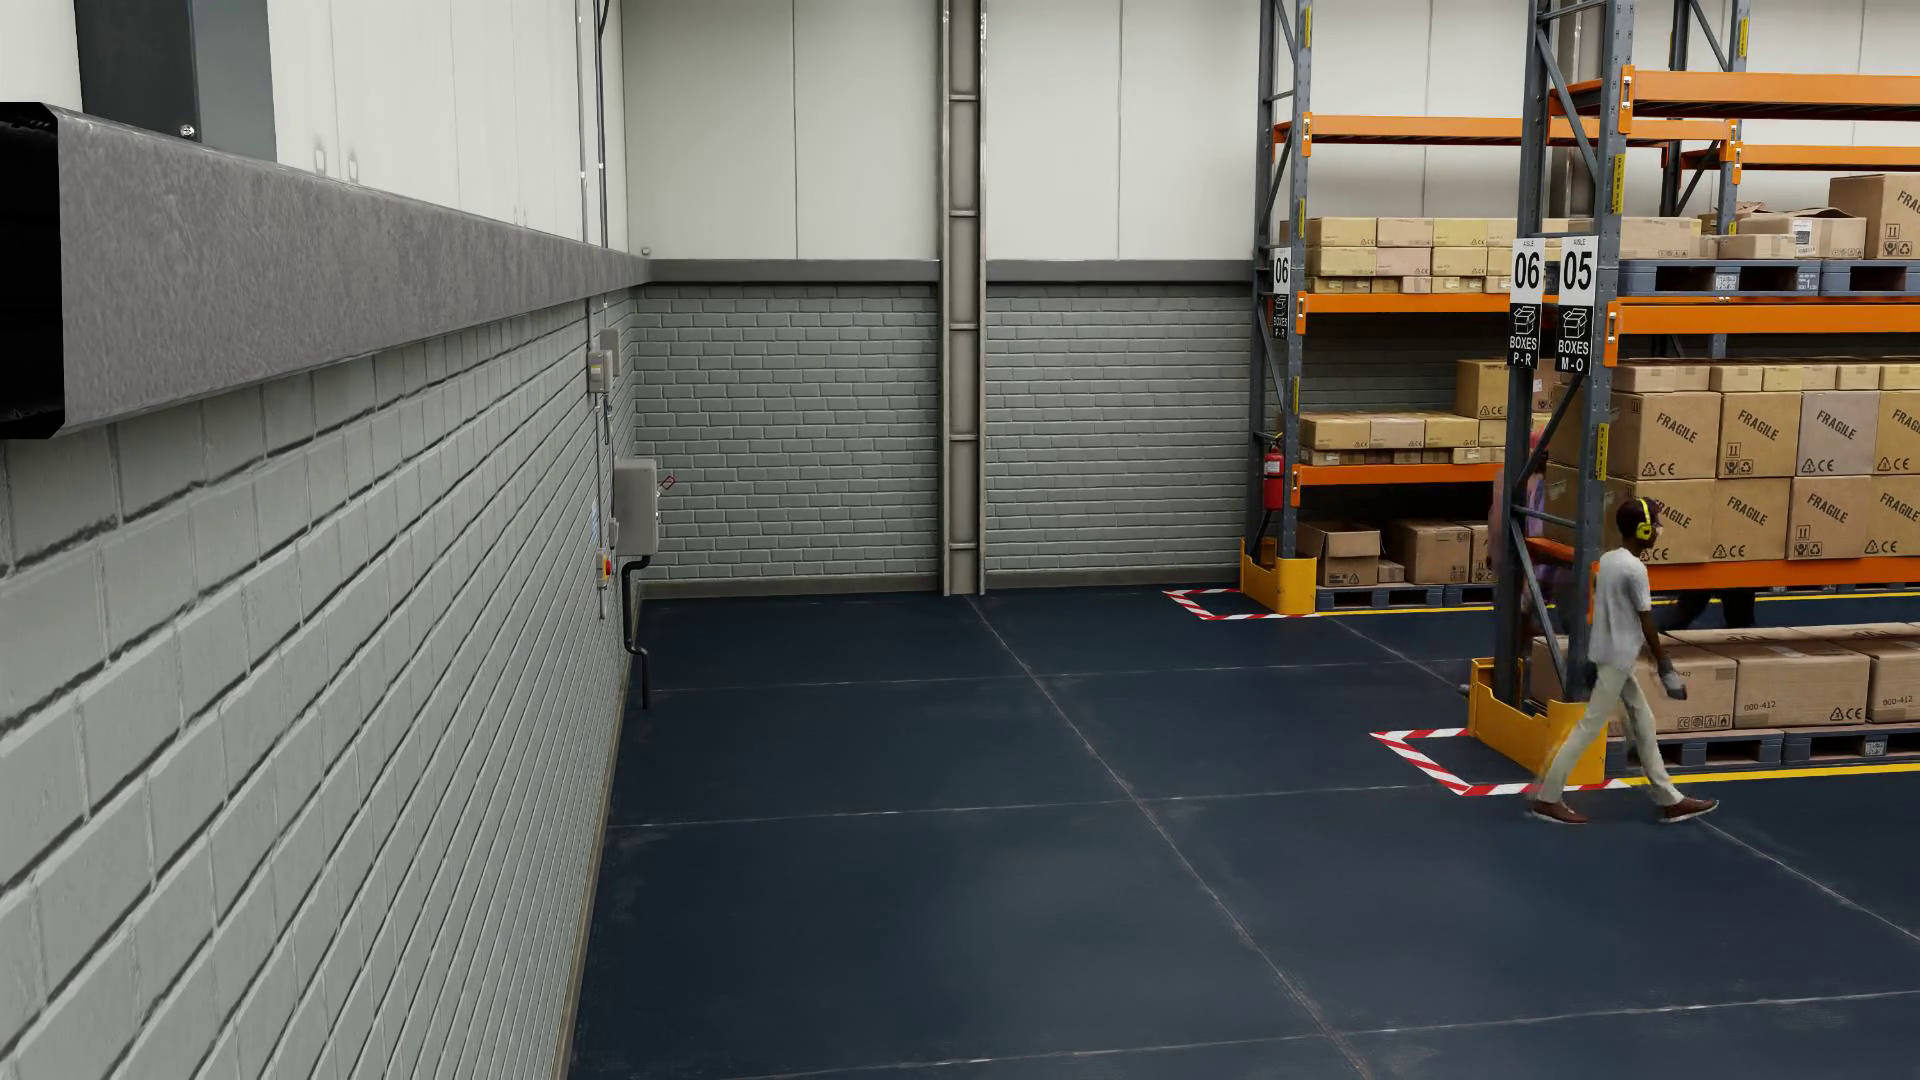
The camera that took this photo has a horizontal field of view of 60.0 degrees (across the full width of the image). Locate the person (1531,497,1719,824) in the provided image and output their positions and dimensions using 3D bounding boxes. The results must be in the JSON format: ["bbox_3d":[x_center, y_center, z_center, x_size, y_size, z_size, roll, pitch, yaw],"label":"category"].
[{"bbox_3d":[3.630,0.678,9.032,1.008,1.808,0.528,2,9,11],"label":"person"}]

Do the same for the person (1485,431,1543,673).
[{"bbox_3d":[4.130,0.098,12.368,0.425,1.884,0.693,-4,10,-21],"label":"person"}]

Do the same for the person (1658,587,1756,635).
[{"bbox_3d":[5.430,0.075,12.031,0.989,2.000,0.691,-2,9,-11],"label":"person"}]

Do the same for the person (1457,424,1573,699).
[{"bbox_3d":[4.008,0.203,11.415,1.034,1.989,0.630,-1,9,-8],"label":"person"}]
